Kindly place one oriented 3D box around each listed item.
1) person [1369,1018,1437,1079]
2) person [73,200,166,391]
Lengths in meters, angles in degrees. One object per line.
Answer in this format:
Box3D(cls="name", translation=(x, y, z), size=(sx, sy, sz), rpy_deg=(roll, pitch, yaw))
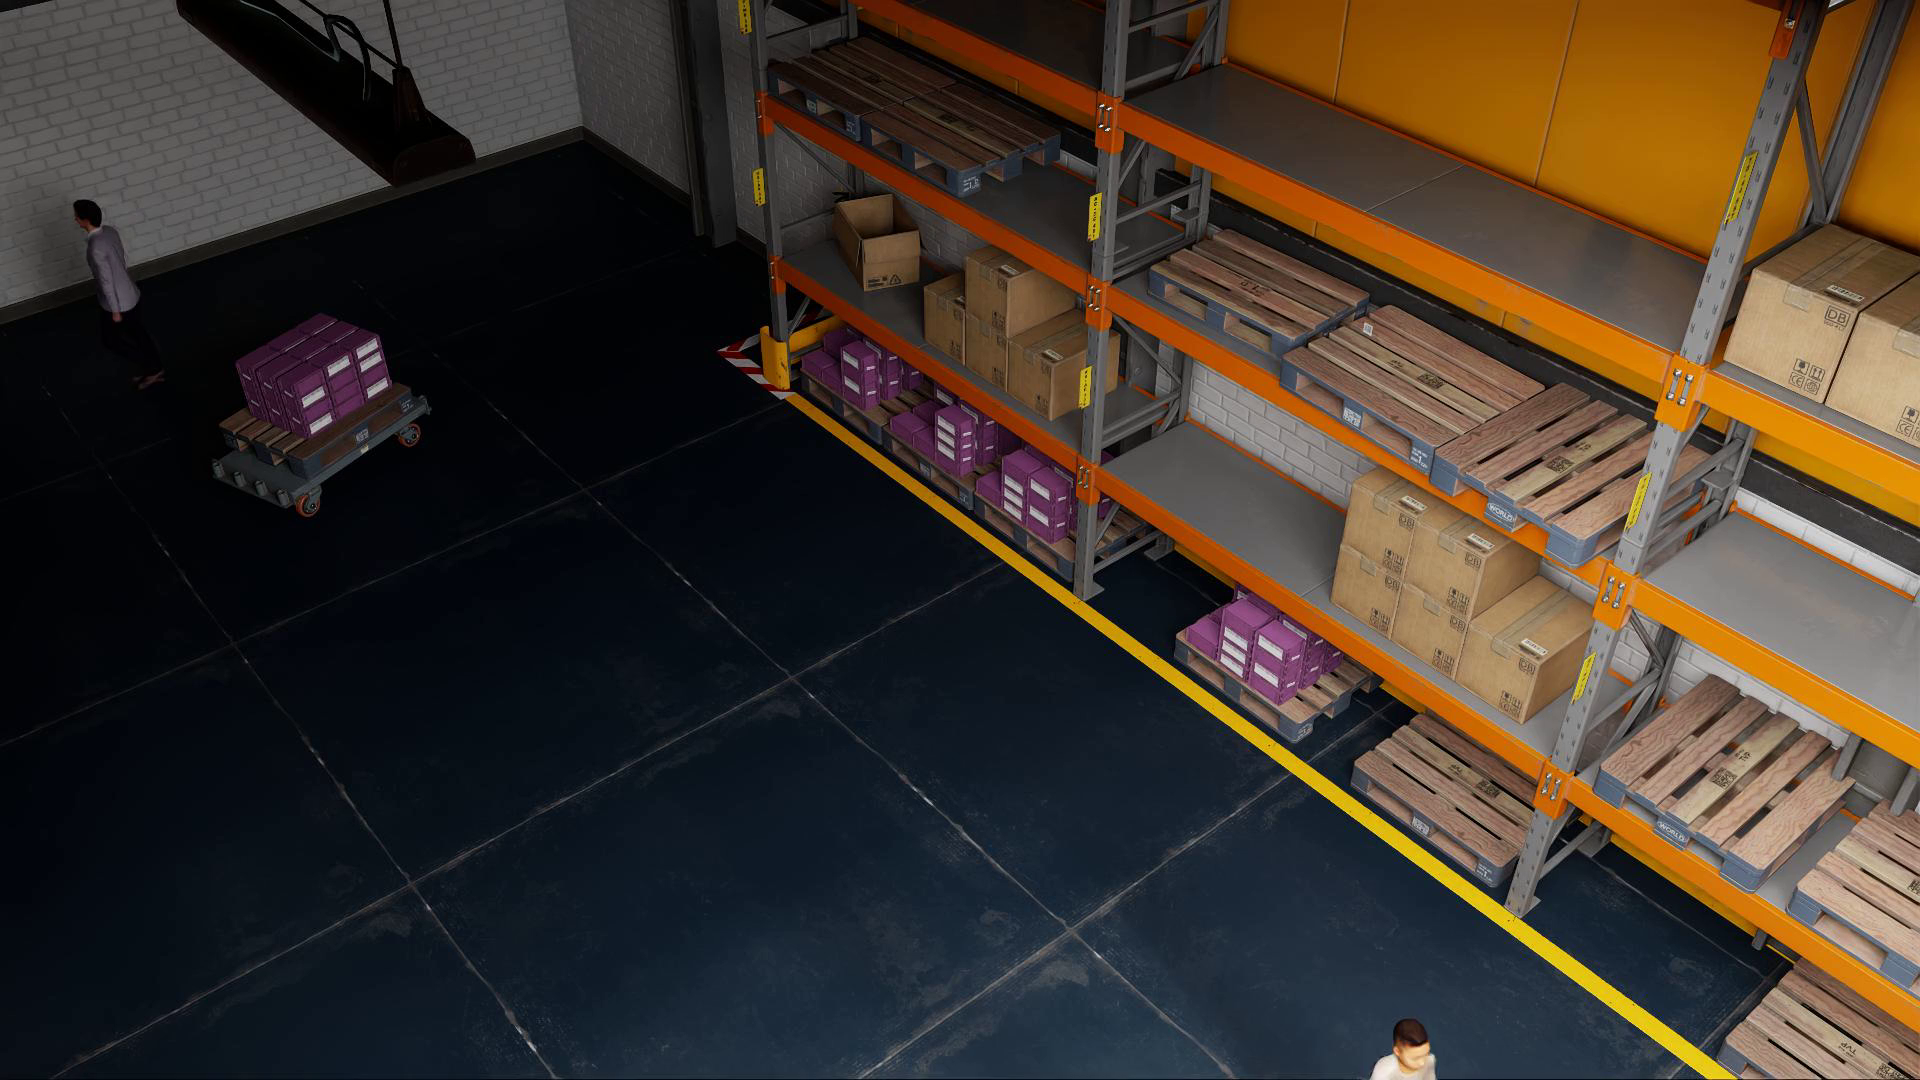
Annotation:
Box3D(cls="person", translation=(2.189, 2.924, 8.656), size=(0.673, 1.442, 0.953), rpy_deg=(-20, 43, -23))
Box3D(cls="person", translation=(-7.343, -2.144, 14.687), size=(0.870, 1.836, 0.771), rpy_deg=(-5, 39, -6))
